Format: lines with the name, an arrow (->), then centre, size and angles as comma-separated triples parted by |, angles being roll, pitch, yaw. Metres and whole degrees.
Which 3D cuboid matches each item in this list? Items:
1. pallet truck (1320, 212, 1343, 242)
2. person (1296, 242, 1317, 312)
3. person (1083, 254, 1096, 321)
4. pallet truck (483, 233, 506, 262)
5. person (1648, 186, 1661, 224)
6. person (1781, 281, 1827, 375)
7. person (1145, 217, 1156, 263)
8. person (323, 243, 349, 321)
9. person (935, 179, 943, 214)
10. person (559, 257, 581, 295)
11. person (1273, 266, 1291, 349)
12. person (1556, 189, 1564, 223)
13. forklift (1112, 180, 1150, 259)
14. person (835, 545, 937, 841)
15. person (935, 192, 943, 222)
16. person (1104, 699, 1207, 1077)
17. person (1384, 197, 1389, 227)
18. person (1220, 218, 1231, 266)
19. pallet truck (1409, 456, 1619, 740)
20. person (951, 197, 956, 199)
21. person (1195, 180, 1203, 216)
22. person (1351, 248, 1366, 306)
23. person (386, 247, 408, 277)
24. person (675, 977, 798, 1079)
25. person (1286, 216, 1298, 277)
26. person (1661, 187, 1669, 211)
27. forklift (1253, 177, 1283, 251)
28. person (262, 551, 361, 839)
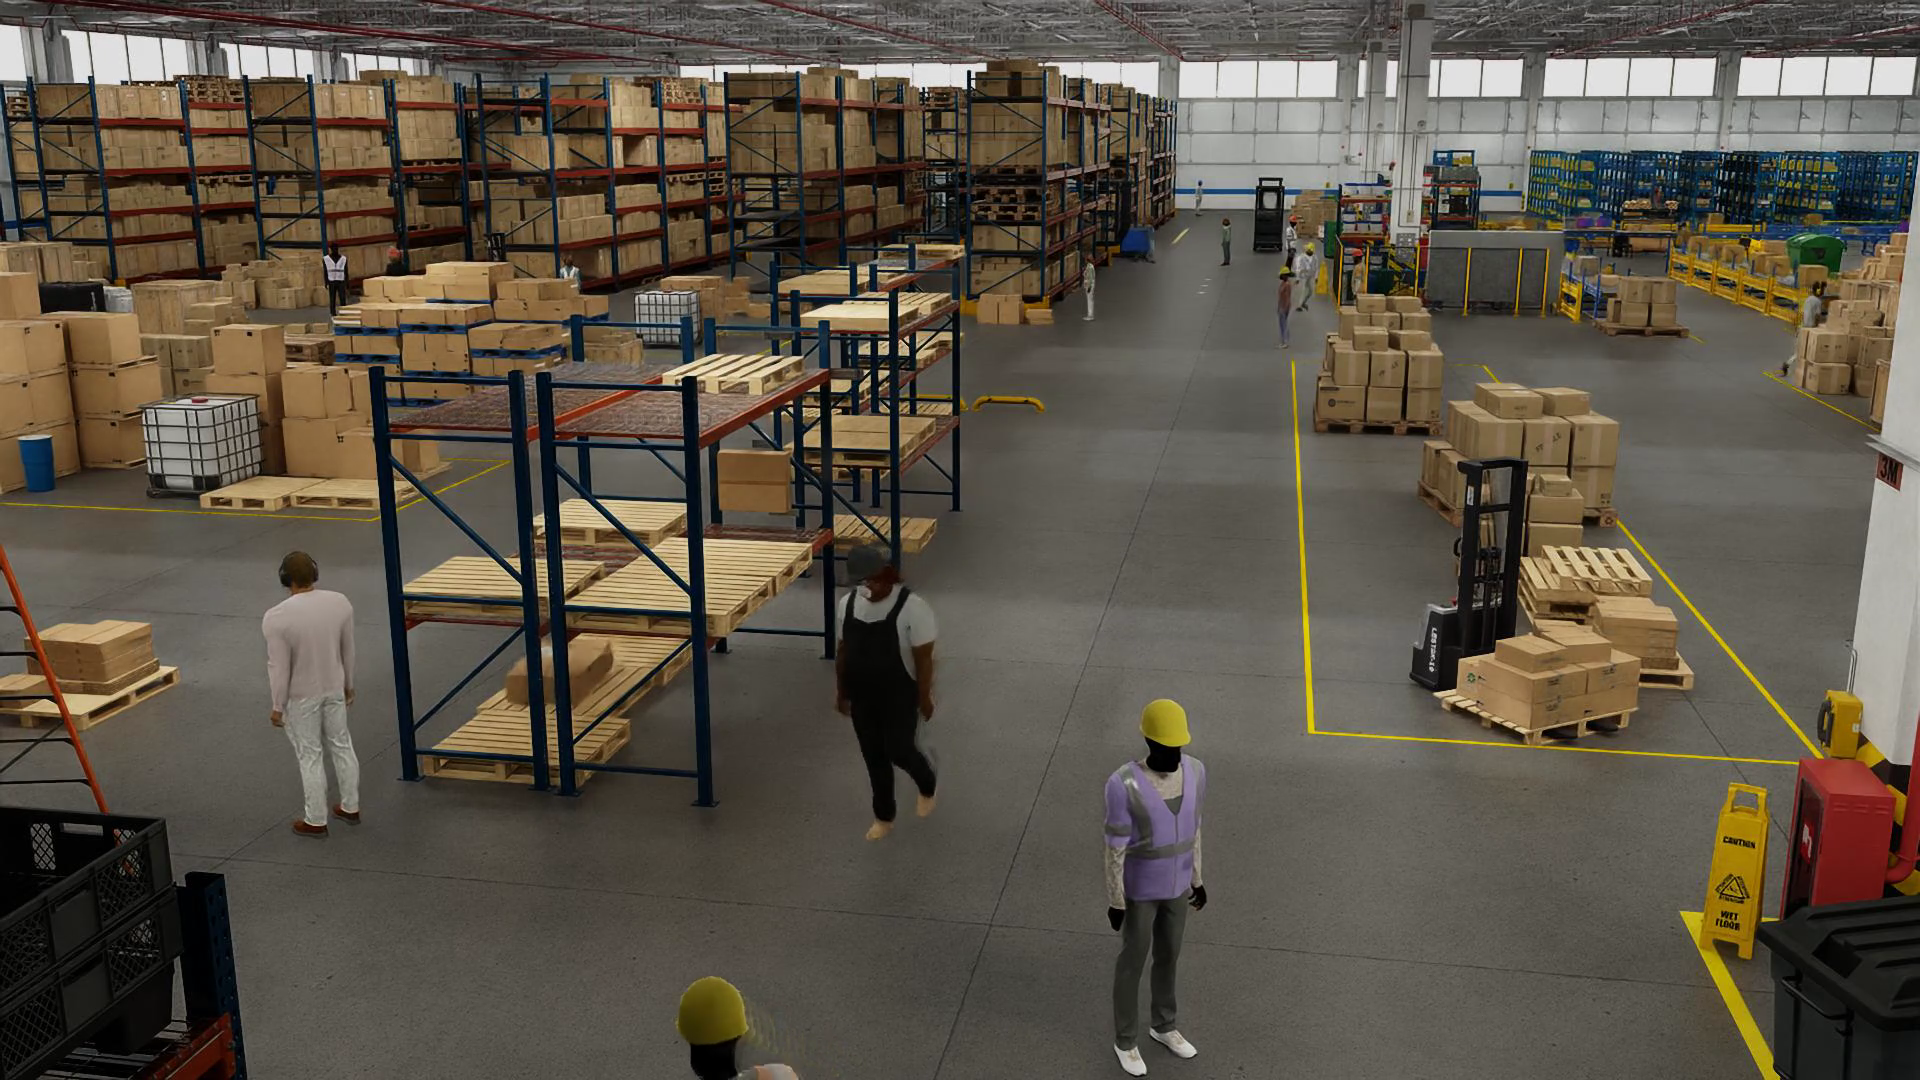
pallet truck -> 15.874, -13.227, 70.310 | 0.680, 1.201, 1.601 | 10, 17, 35
person -> 8.972, -6.799, 43.043 | 0.706, 1.791, 0.491 | -6, 15, -23
person -> 3.188, -6.236, 41.076 | 0.313, 1.639, 0.523 | 0, 14, 2
pallet truck -> -11.832, -7.026, 43.548 | 1.885, 1.965, 0.823 | 8, 16, 28
person -> 33.313, -15.951, 79.785 | 0.611, 1.996, 0.387 | -1, 14, -2
person -> 16.115, -4.009, 31.658 | 0.798, 1.841, 0.525 | 1, 14, 2
person -> 6.784, -10.599, 58.797 | 0.328, 1.620, 0.531 | 5, 15, 20
person -> -15.422, -6.389, 41.146 | 0.587, 1.911, 0.397 | -7, 16, -28
person -> -1.481, -19.234, 93.220 | 1.017, 1.952, 0.636 | 4, 14, 16
person -> -9.439, -6.045, 40.323 | 0.525, 1.631, 0.317 | 0, 14, 2
person -> 6.961, -5.014, 35.855 | 0.325, 1.767, 0.533 | -2, 14, -7
person -> 29.730, -16.454, 82.206 | 0.634, 1.816, 0.604 | 4, 14, 14
forklift -> 6.082, -11.722, 60.796 | 1.873, 2.768, 1.129 | 2, 14, 9
person -> -0.519, 0.962, 11.027 | 0.726, 2.000, 0.599 | 7, 16, 27
person -> -1.096, -17.178, 85.102 | 0.404, 1.832, 0.596 | 3, 14, 11
person -> 0.985, 1.701, 8.259 | 0.594, 1.925, 0.368 | -8, 16, -31
person -> 18.907, -14.293, 73.538 | 0.368, 1.751, 0.550 | 5, 15, 20
person -> 9.246, -10.356, 57.817 | 0.284, 1.633, 0.497 | 10, 17, 36
pallet truck -> 4.504, 0.400, 13.395 | 0.823, 1.965, 1.885 | -6, 15, -23
person -> -0.174, -17.524, 86.556 | 0.652, 1.805, 0.882 | 2, 14, 10
person -> 13.081, -18.695, 91.027 | 0.405, 1.944, 0.642 | -4, 15, -17
person -> 9.246, -5.808, 38.726 | 0.357, 1.938, 0.542 | 6, 15, 22
person -> -12.967, -5.727, 38.280 | 0.623, 1.992, 0.396 | 7, 16, 28
person -> -0.753, 2.376, 5.587 | 0.598, 1.898, 0.864 | -10, 17, -35
person -> 10.656, -9.419, 53.385 | 0.359, 1.938, 0.547 | 8, 16, 29
person -> 36.266, -17.365, 85.844 | 0.564, 1.841, 0.391 | 3, 14, 11
forklift -> 12.083, -12.747, 64.956 | 1.129, 2.768, 1.873 | 3, 14, 10
person -> -4.277, 1.020, 11.005 | 0.366, 1.936, 0.630 | 10, 17, 34
